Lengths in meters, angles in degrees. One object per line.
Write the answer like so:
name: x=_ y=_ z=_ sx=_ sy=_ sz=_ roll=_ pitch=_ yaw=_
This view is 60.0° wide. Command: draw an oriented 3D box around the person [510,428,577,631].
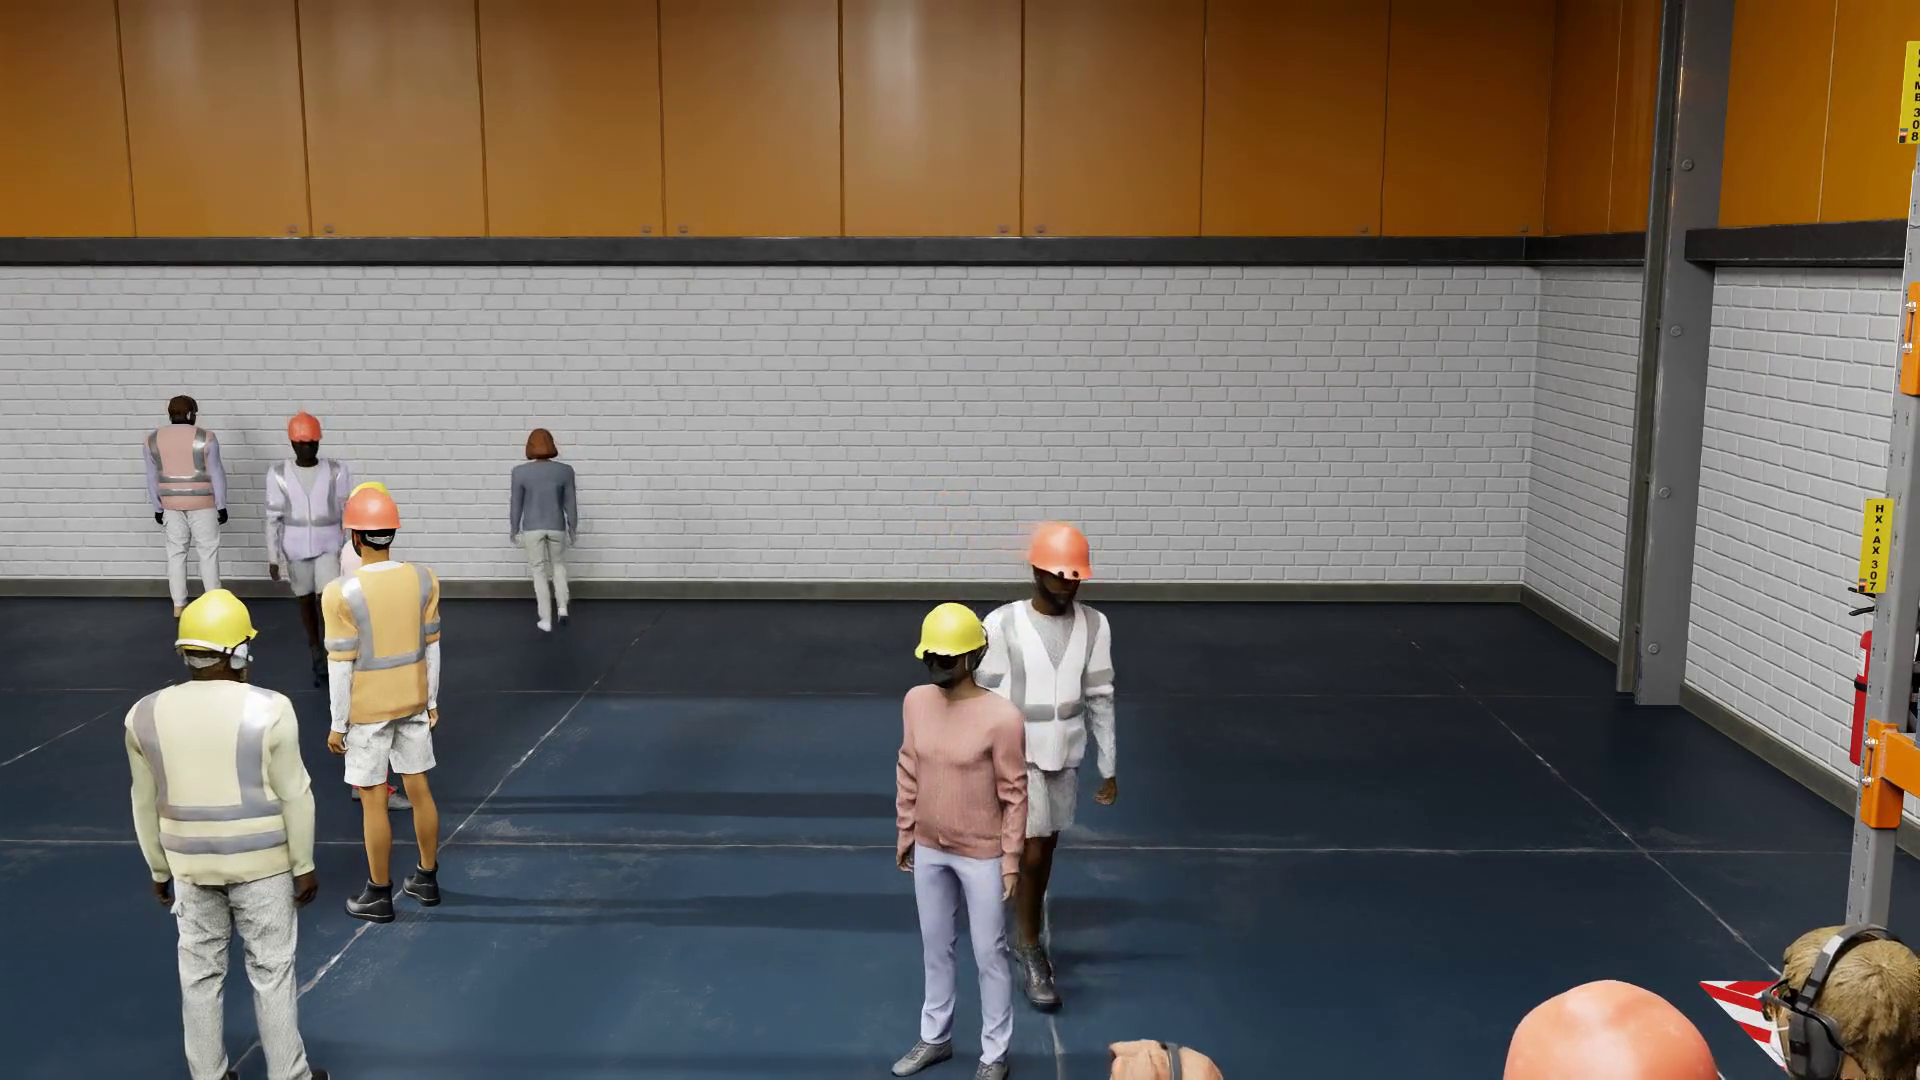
person: x=-3.314 y=-0.083 z=13.234 sx=0.501 sy=1.618 sz=0.352 roll=-5 pitch=11 yaw=-27

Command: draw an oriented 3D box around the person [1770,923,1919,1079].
person: x=1.384 y=1.541 z=2.616 sx=0.646 sy=1.927 sz=0.387 roll=-5 pitch=11 yaw=-29

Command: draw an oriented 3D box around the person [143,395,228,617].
person: x=-6.358 y=-0.276 z=13.744 sx=0.621 sy=1.838 sz=0.429 roll=-1 pitch=9 yaw=-3

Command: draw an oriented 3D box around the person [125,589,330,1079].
person: x=-2.468 y=1.075 z=5.651 sx=0.587 sy=1.835 sz=0.404 roll=0 pitch=9 yaw=1

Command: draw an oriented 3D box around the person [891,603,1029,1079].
person: x=-0.017 y=1.082 z=5.822 sx=0.533 sy=1.765 sz=0.330 roll=7 pitch=12 yaw=35

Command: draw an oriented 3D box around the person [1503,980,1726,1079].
person: x=0.803 y=1.550 z=2.181 sx=0.375 sy=2.044 sz=0.607 roll=-7 pitch=12 yaw=-38

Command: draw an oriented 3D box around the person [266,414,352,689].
person: x=-4.511 y=0.062 z=11.567 sx=0.564 sy=1.884 sz=1.019 roll=-3 pitch=10 yaw=-18

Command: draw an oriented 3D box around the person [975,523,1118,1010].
person: x=0.367 y=0.880 z=6.583 sx=0.569 sy=1.903 sz=0.767 roll=-4 pitch=10 yaw=-21

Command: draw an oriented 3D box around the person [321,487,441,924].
person: x=-2.569 y=0.731 z=7.403 sx=0.355 sy=1.938 sz=0.545 roll=8 pitch=12 yaw=39

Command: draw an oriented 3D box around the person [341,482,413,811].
person: x=-3.120 y=0.566 z=8.903 sx=0.315 sy=1.767 sz=0.535 roll=-7 pitch=12 yaw=-38

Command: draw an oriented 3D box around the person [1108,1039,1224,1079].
person: x=0.342 y=1.636 z=2.861 sx=0.309 sy=1.645 sz=0.515 roll=3 pitch=10 yaw=16
